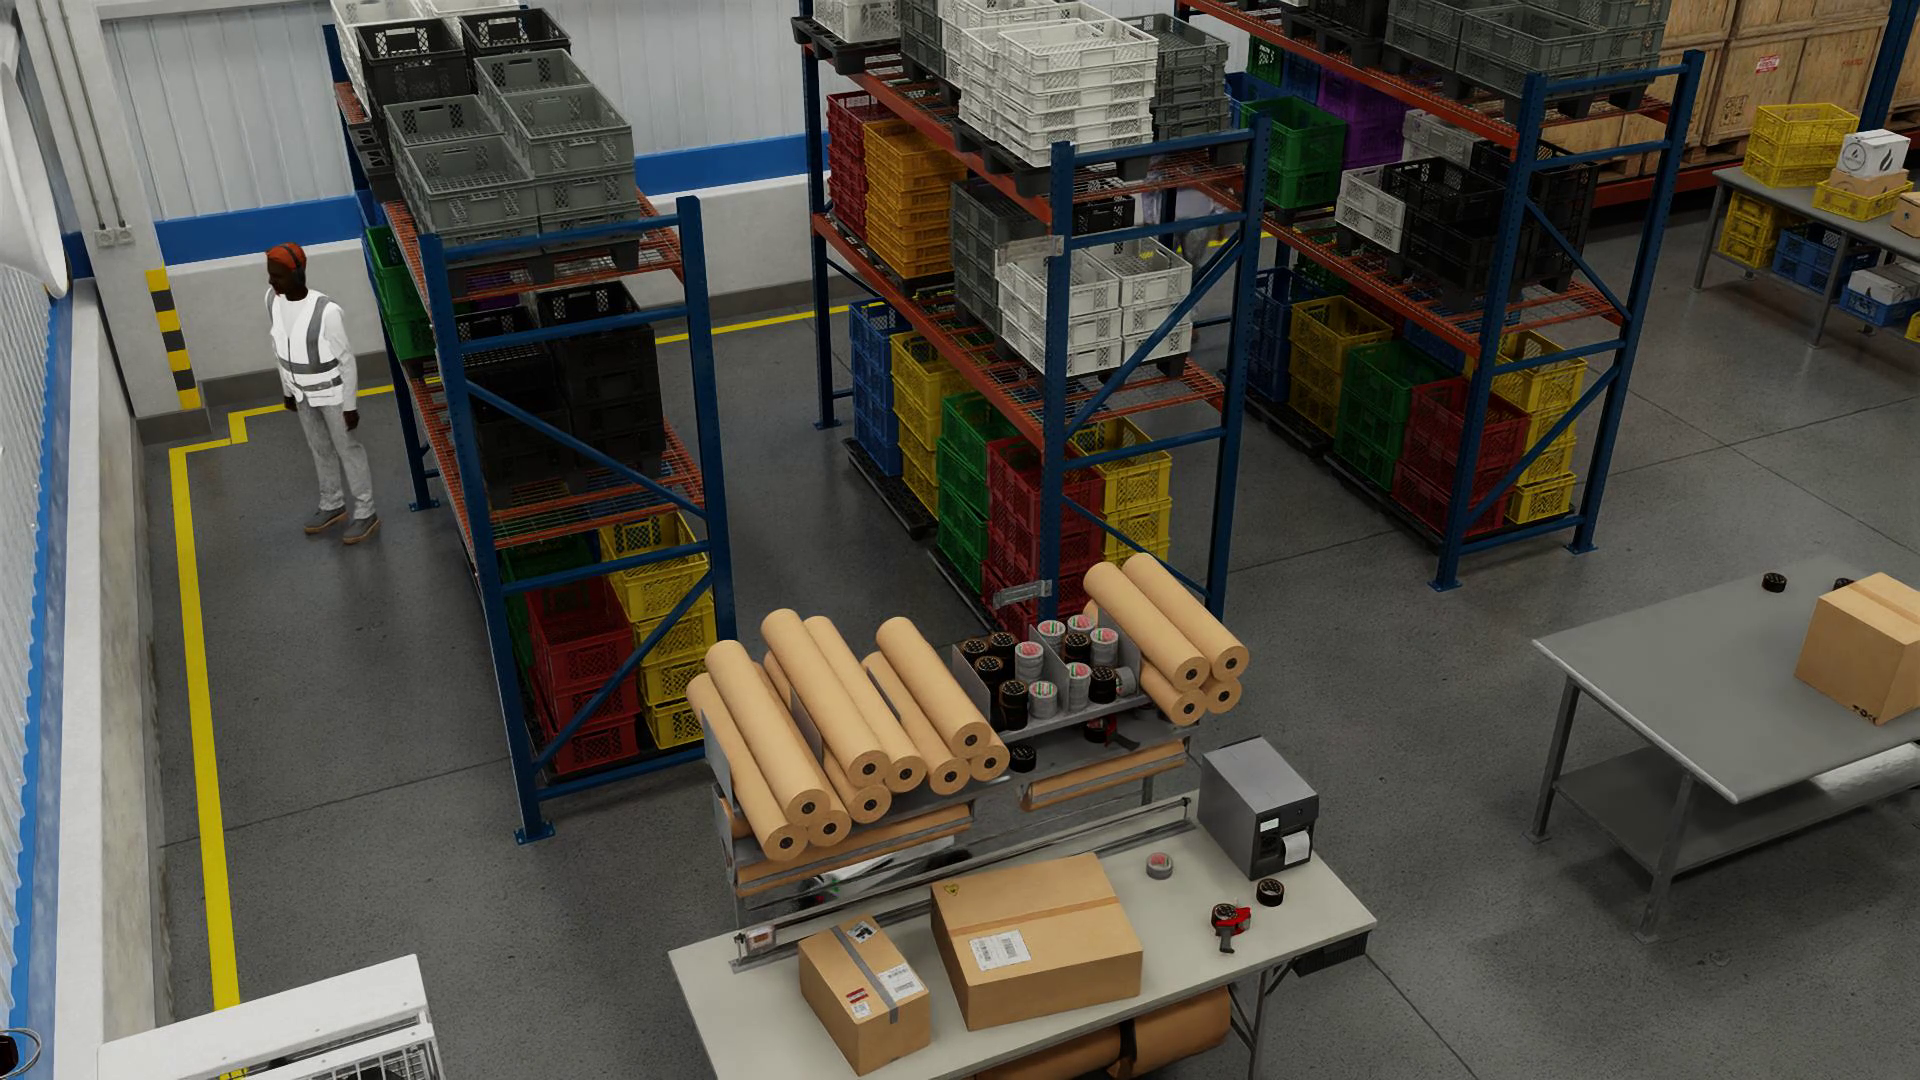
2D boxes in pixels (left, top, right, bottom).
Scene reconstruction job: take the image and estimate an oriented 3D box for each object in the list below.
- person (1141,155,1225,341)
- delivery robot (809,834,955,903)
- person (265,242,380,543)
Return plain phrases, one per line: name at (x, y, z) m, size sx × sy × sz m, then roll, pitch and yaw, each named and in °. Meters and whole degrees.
person at (1.647, -2.400, 12.266) m, size 0.632 × 1.940 × 0.376 m, roll 0°, pitch 32°, yaw 0°
delivery robot at (-0.369, 1.344, 7.407) m, size 0.707 × 0.478 × 0.477 m, roll -22°, pitch 38°, yaw -31°
person at (-3.784, -0.861, 9.818) m, size 0.576 × 1.882 × 0.362 m, roll 16°, pitch 35°, yaw 24°
